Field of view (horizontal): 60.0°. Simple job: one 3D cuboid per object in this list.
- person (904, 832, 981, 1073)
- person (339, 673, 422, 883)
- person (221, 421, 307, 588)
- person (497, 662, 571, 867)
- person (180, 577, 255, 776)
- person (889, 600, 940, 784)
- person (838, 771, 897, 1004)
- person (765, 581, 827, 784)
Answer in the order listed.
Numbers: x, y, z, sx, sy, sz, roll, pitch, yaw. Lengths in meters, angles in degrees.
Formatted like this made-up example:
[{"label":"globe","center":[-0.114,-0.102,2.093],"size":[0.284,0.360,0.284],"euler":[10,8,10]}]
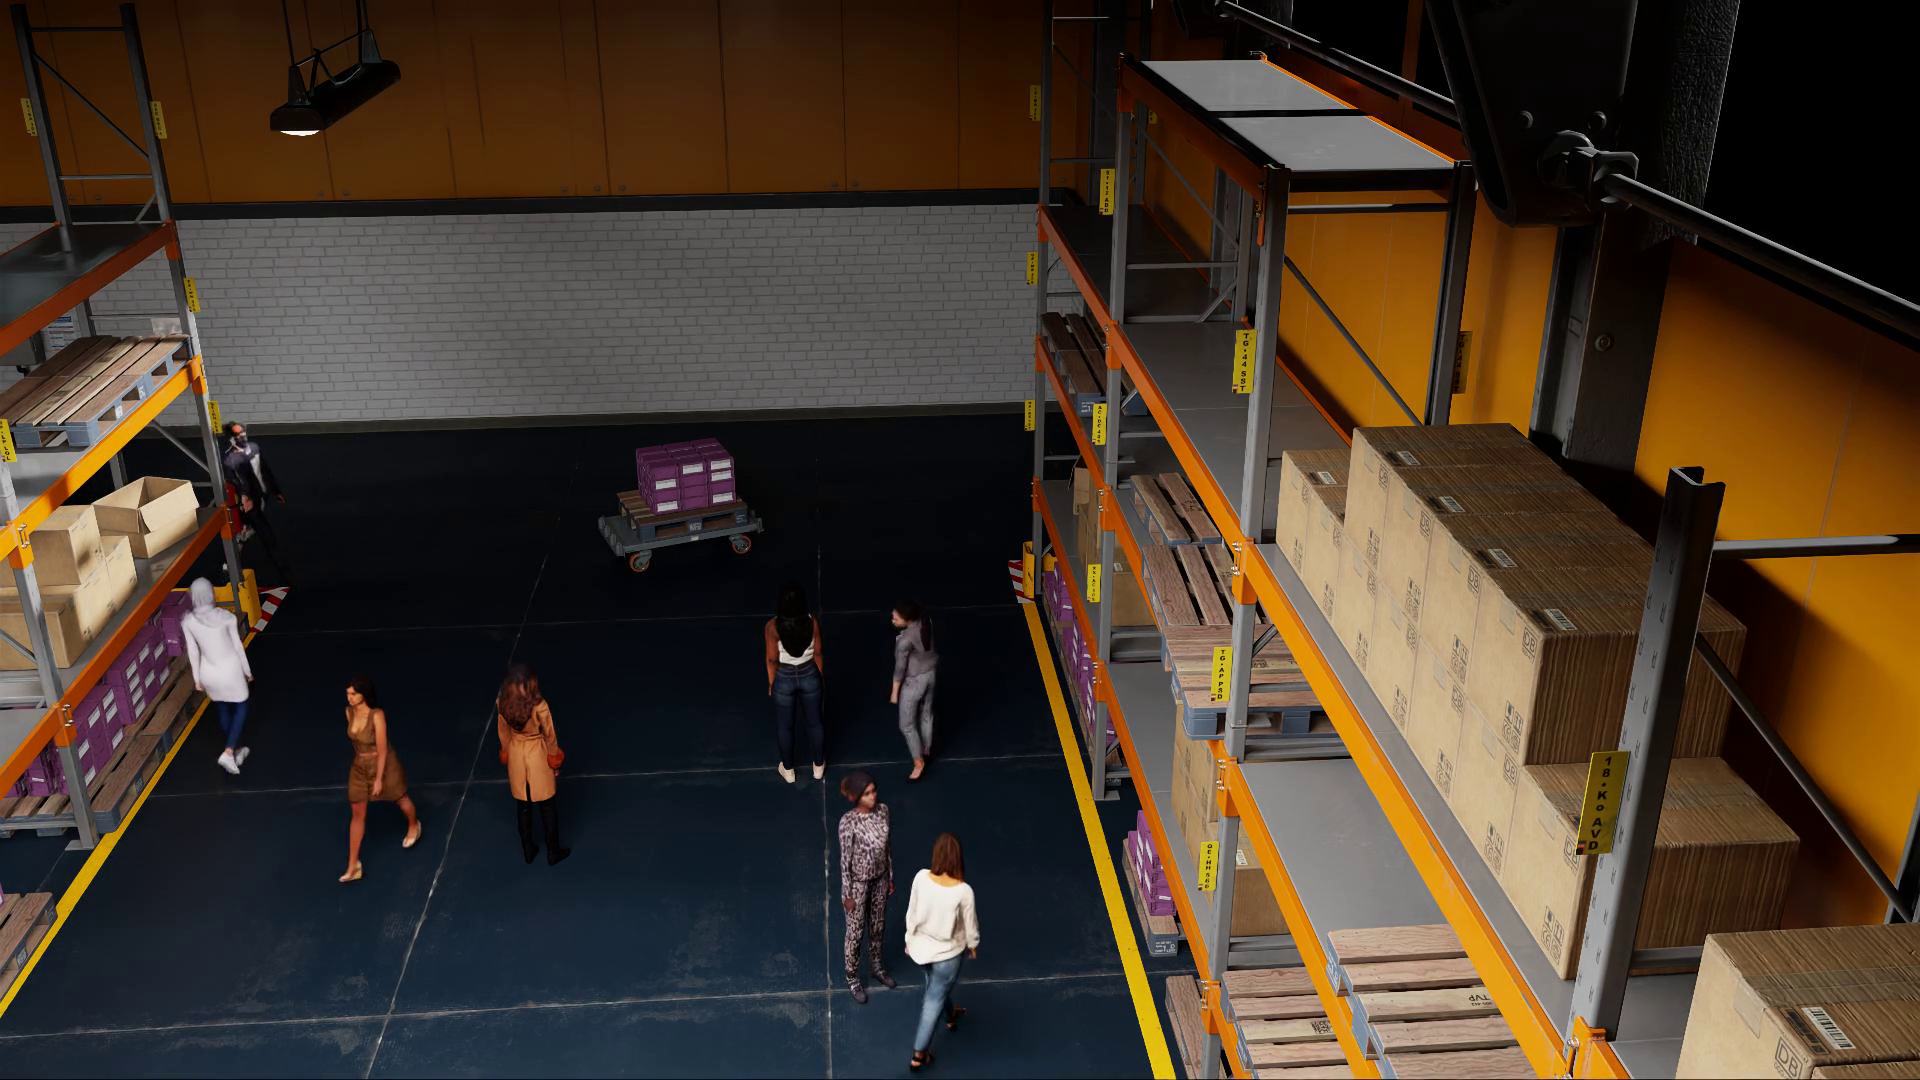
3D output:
[{"label":"person","center":[-0.187,2.679,10.577],"size":[0.928,1.645,1.025],"euler":[13,27,27]},{"label":"person","center":[-4.391,1.750,12.715],"size":[0.902,1.636,1.141],"euler":[10,25,21]},{"label":"person","center":[-7.473,-0.375,17.324],"size":[0.970,1.837,1.254],"euler":[4,24,9]},{"label":"person","center":[-3.272,1.704,12.706],"size":[0.746,1.727,0.700],"euler":[5,24,11]},{"label":"person","center":[-6.177,1.173,13.877],"size":[0.637,1.762,0.892],"euler":[-1,24,-3]},{"label":"person","center":[-0.321,1.202,13.951],"size":[0.788,1.649,0.869],"euler":[-18,30,-36]},{"label":"person","center":[-0.640,2.330,11.296],"size":[0.685,1.710,0.728],"euler":[-18,29,-35]},{"label":"person","center":[-1.355,1.177,13.811],"size":[0.646,1.808,0.610],"euler":[-4,24,-10]}]
